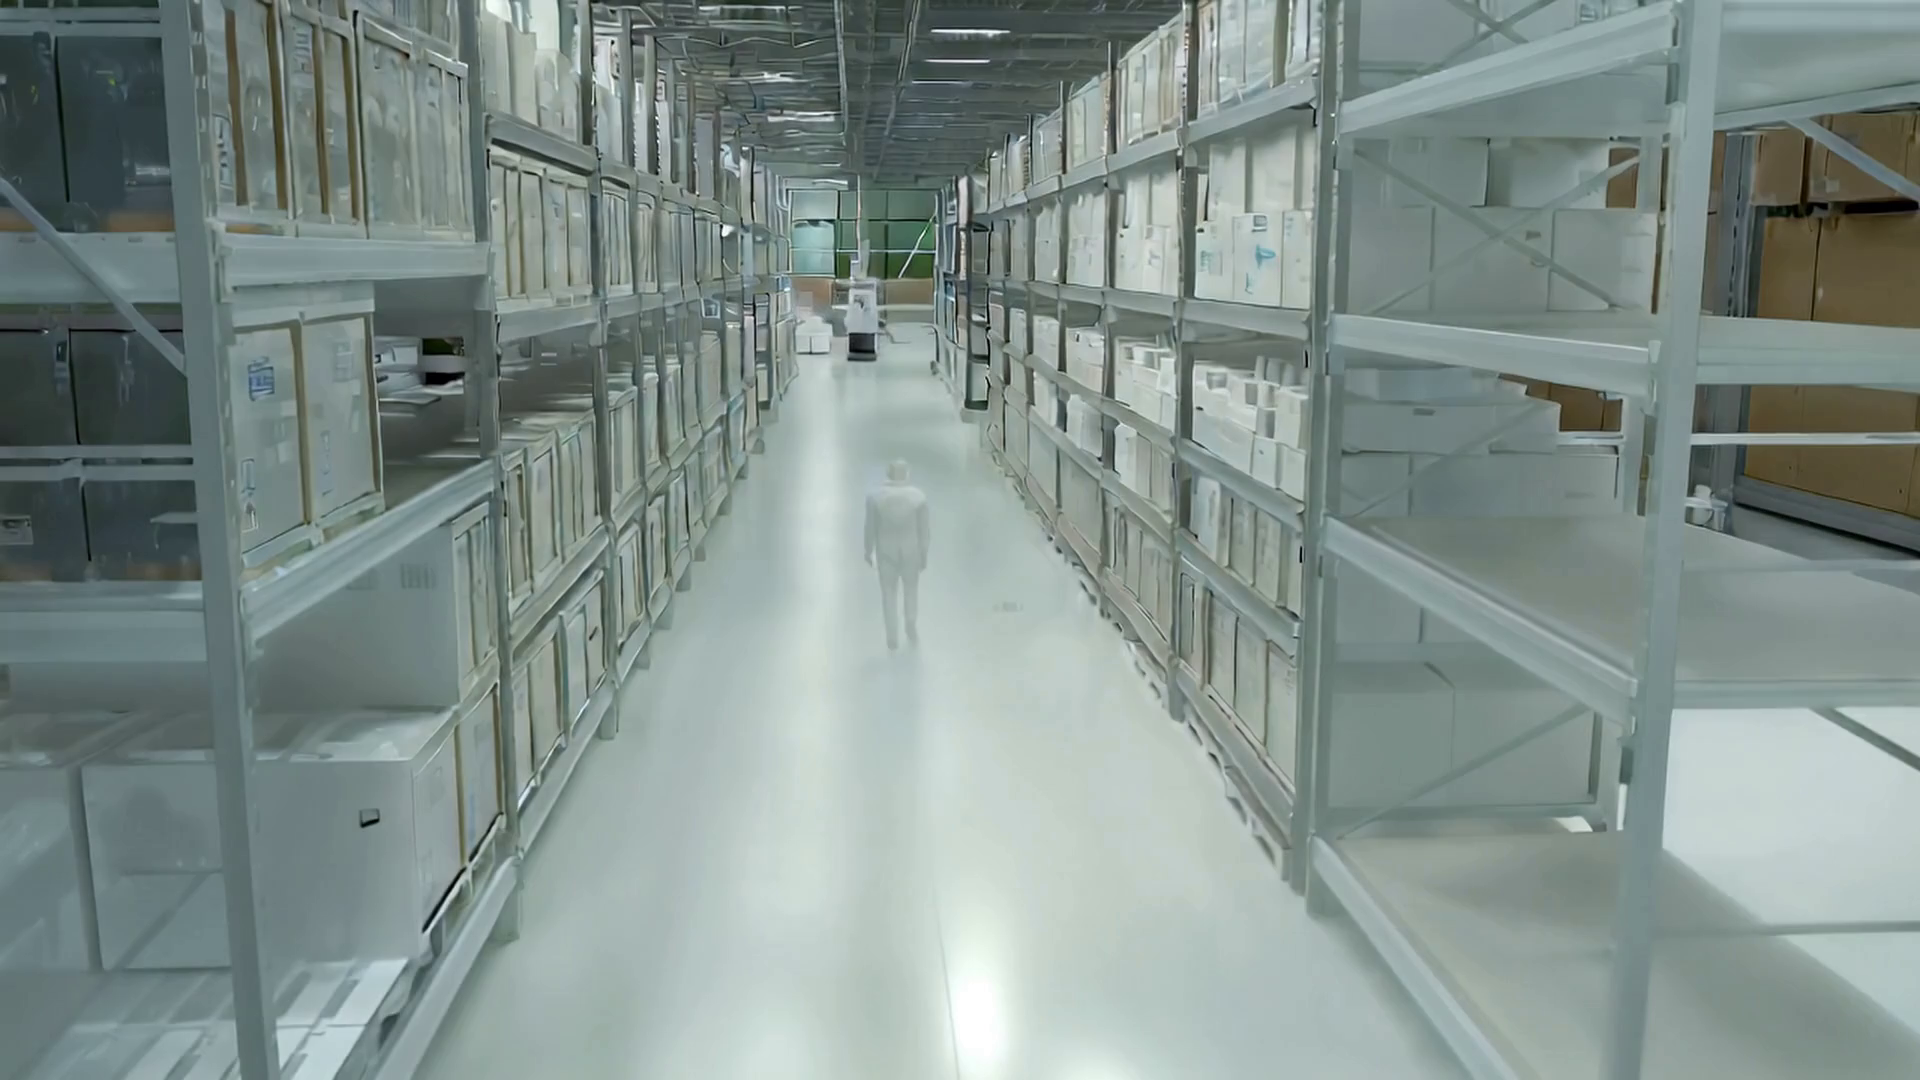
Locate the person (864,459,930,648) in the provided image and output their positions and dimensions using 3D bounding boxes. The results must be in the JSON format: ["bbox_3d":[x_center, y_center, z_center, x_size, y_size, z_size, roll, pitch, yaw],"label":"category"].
[{"bbox_3d":[-0.641,0.105,16.858,0.662,1.863,0.943,0,10,-3],"label":"person"}]

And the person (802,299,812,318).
[{"bbox_3d":[-8.034,-11.639,87.016,0.746,1.873,1.045,7,12,36],"label":"person"}]

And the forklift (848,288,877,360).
[{"bbox_3d":[-3.837,-8.459,64.997,1.129,2.768,1.873,-1,10,-4],"label":"forklift"}]

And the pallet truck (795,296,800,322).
[{"bbox_3d":[-8.622,-12.439,91.403,1.885,1.965,0.823,2,10,13],"label":"pallet truck"}]
